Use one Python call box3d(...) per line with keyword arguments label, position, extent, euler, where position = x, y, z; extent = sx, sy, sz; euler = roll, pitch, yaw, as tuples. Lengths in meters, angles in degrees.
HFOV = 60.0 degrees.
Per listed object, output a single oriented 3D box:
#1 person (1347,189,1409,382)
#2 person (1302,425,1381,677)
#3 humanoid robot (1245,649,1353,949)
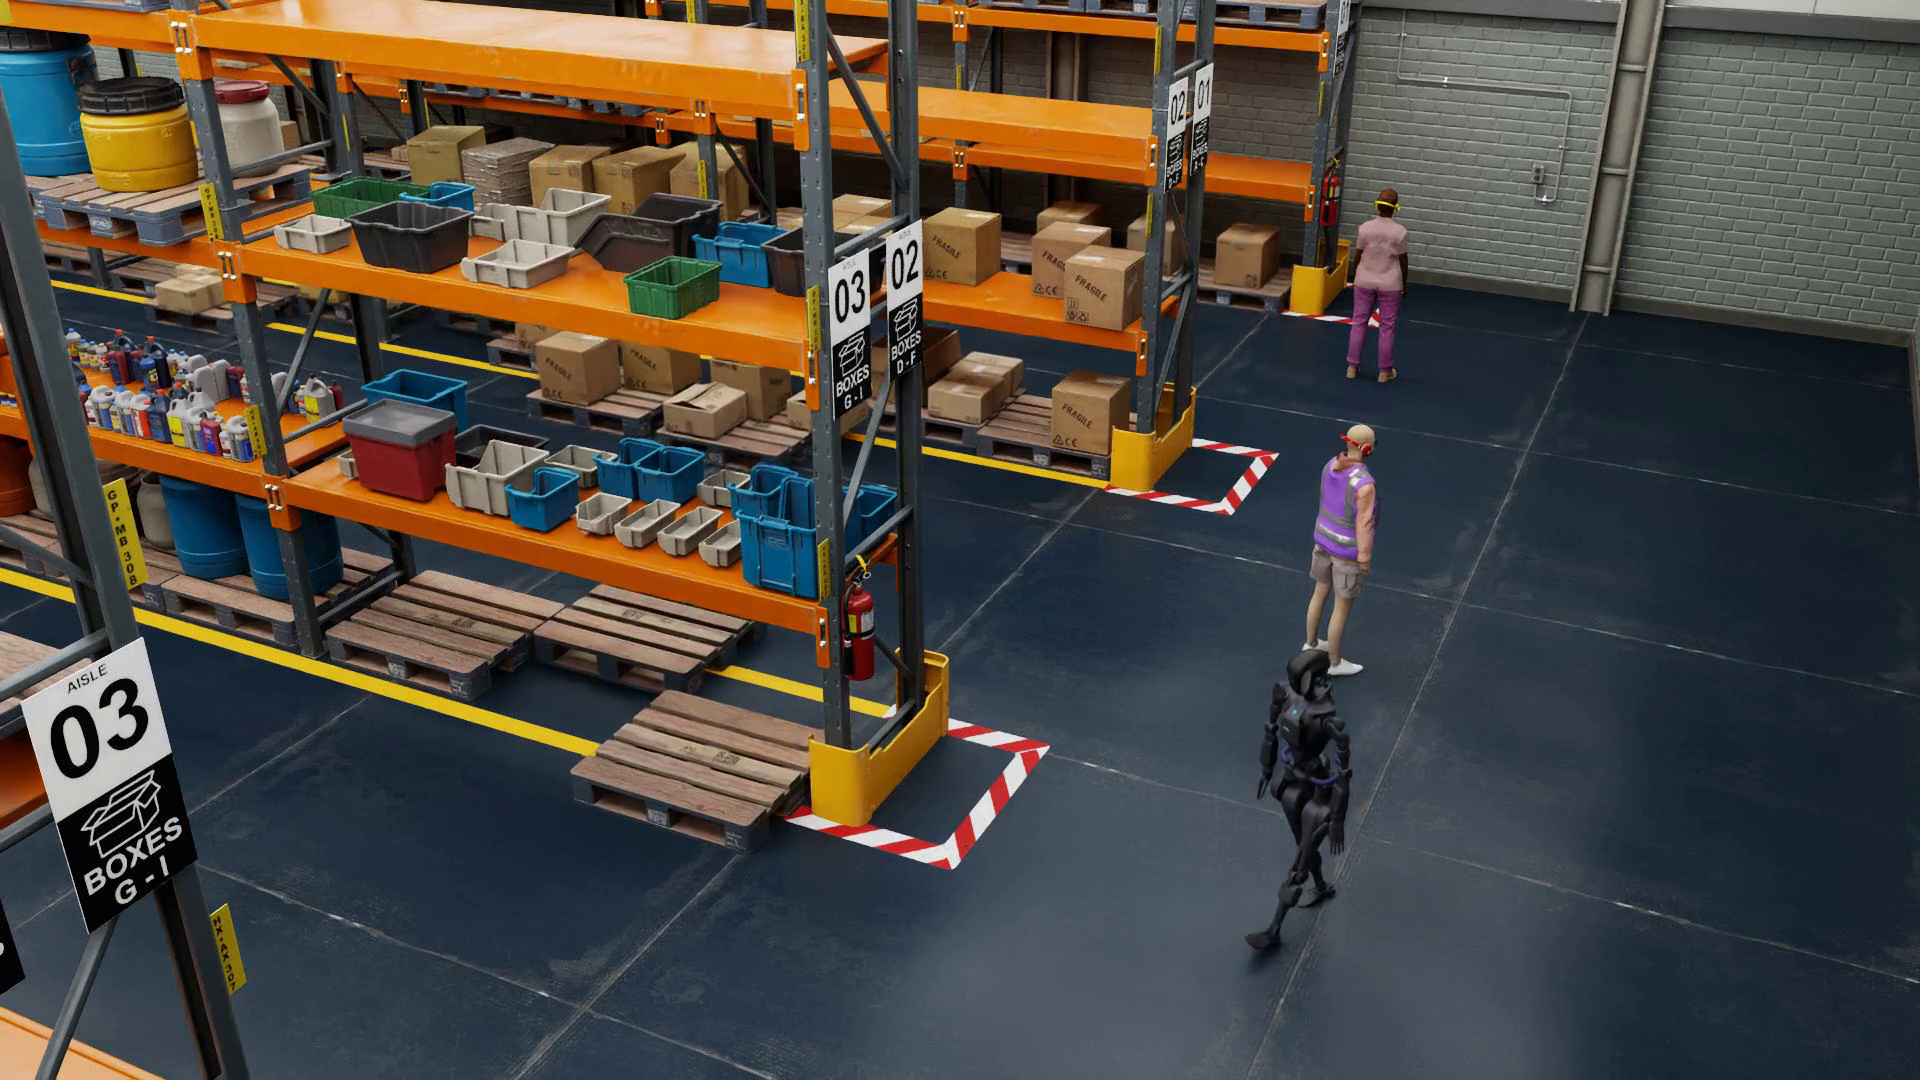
box3d(label="person", position=(3.859, -2.339, 15.316), extent=(0.518, 1.801, 0.331), euler=(12, 29, 24))
box3d(label="person", position=(2.432, 0.059, 10.587), extent=(0.349, 1.688, 0.491), euler=(-11, 28, -21))
box3d(label="humanoid robot", position=(1.688, 1.244, 8.234), extent=(0.759, 1.619, 0.608), euler=(-16, 31, -30))
